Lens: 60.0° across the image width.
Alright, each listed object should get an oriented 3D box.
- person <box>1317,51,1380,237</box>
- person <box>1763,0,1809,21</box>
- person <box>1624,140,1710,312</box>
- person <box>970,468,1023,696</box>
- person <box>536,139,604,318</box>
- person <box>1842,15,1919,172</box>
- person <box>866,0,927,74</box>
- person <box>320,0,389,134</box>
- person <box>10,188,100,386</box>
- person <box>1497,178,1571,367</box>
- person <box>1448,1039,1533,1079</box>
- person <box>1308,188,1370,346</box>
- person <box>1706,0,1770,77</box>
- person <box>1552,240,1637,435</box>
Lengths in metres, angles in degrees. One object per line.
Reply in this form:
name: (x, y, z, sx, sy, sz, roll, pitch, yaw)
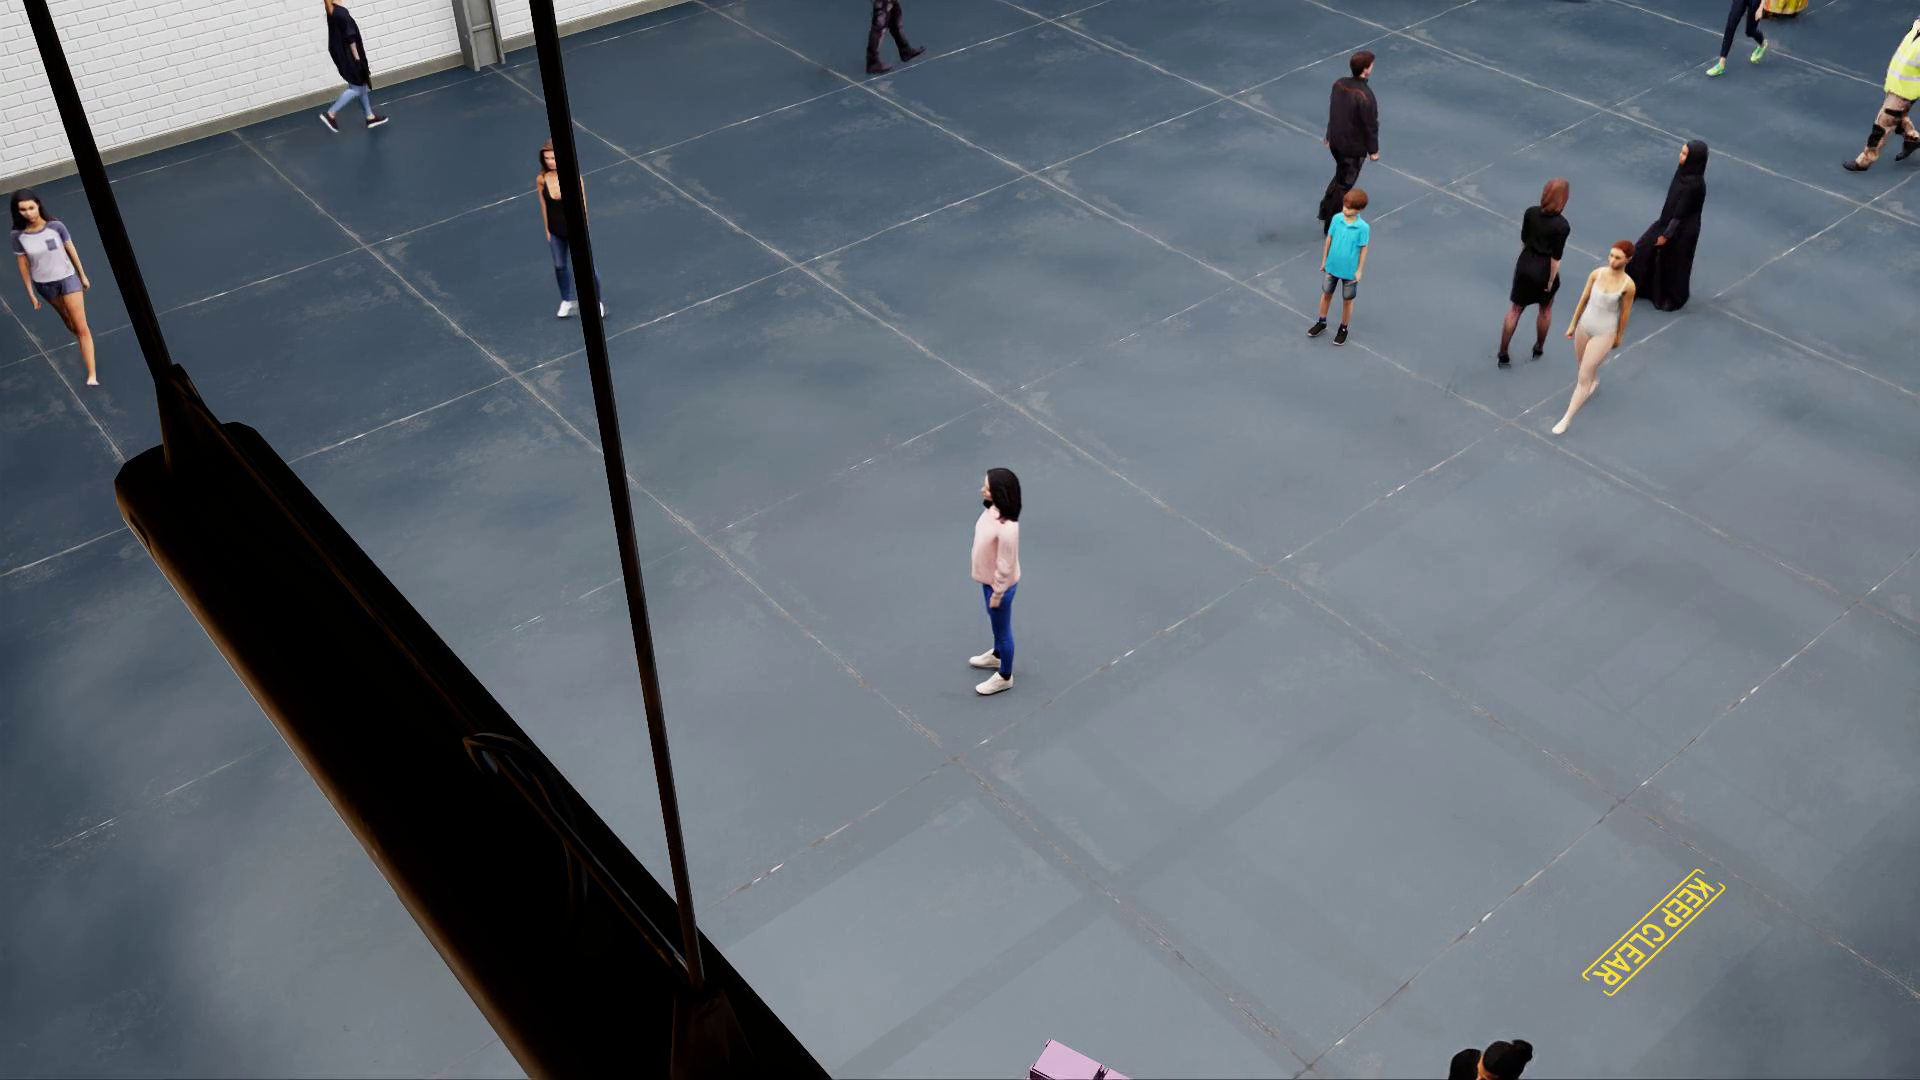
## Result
person: (3.619, -3.733, 15.809, 0.749, 1.825, 0.799, -15, 41, -17)
person: (10.278, -7.221, 20.309, 0.908, 1.660, 1.042, -10, 40, -13)
person: (6.476, -2.786, 14.797, 1.041, 1.608, 0.956, 0, 39, 0)
person: (0.256, 0.254, 10.861, 0.730, 1.770, 0.723, -5, 39, -6)
person: (-3.456, -2.744, 14.657, 0.648, 1.718, 0.701, 5, 39, 6)
person: (9.693, -4.639, 16.946, 1.233, 1.822, 1.092, -3, 39, -4)
person: (-0.942, -6.240, 18.903, 1.126, 1.882, 0.949, -10, 40, -12)
person: (-6.574, -5.107, 17.657, 0.954, 1.667, 0.639, -27, 46, -29)
person: (-7.575, -2.167, 13.966, 1.146, 1.678, 0.899, -14, 41, -17)
person: (4.810, -2.228, 14.039, 0.750, 1.683, 0.600, -30, 47, -32)
person: (2.352, 2.828, 7.651, 0.544, 1.754, 0.621, -25, 45, -28)
person: (3.333, -2.402, 14.444, 0.565, 1.448, 0.551, 25, 45, 28)
person: (9.058, -6.148, 18.950, 1.112, 1.678, 0.714, -20, 43, -23)
person: (5.179, -1.702, 13.443, 1.068, 1.603, 0.566, -29, 47, -31)
